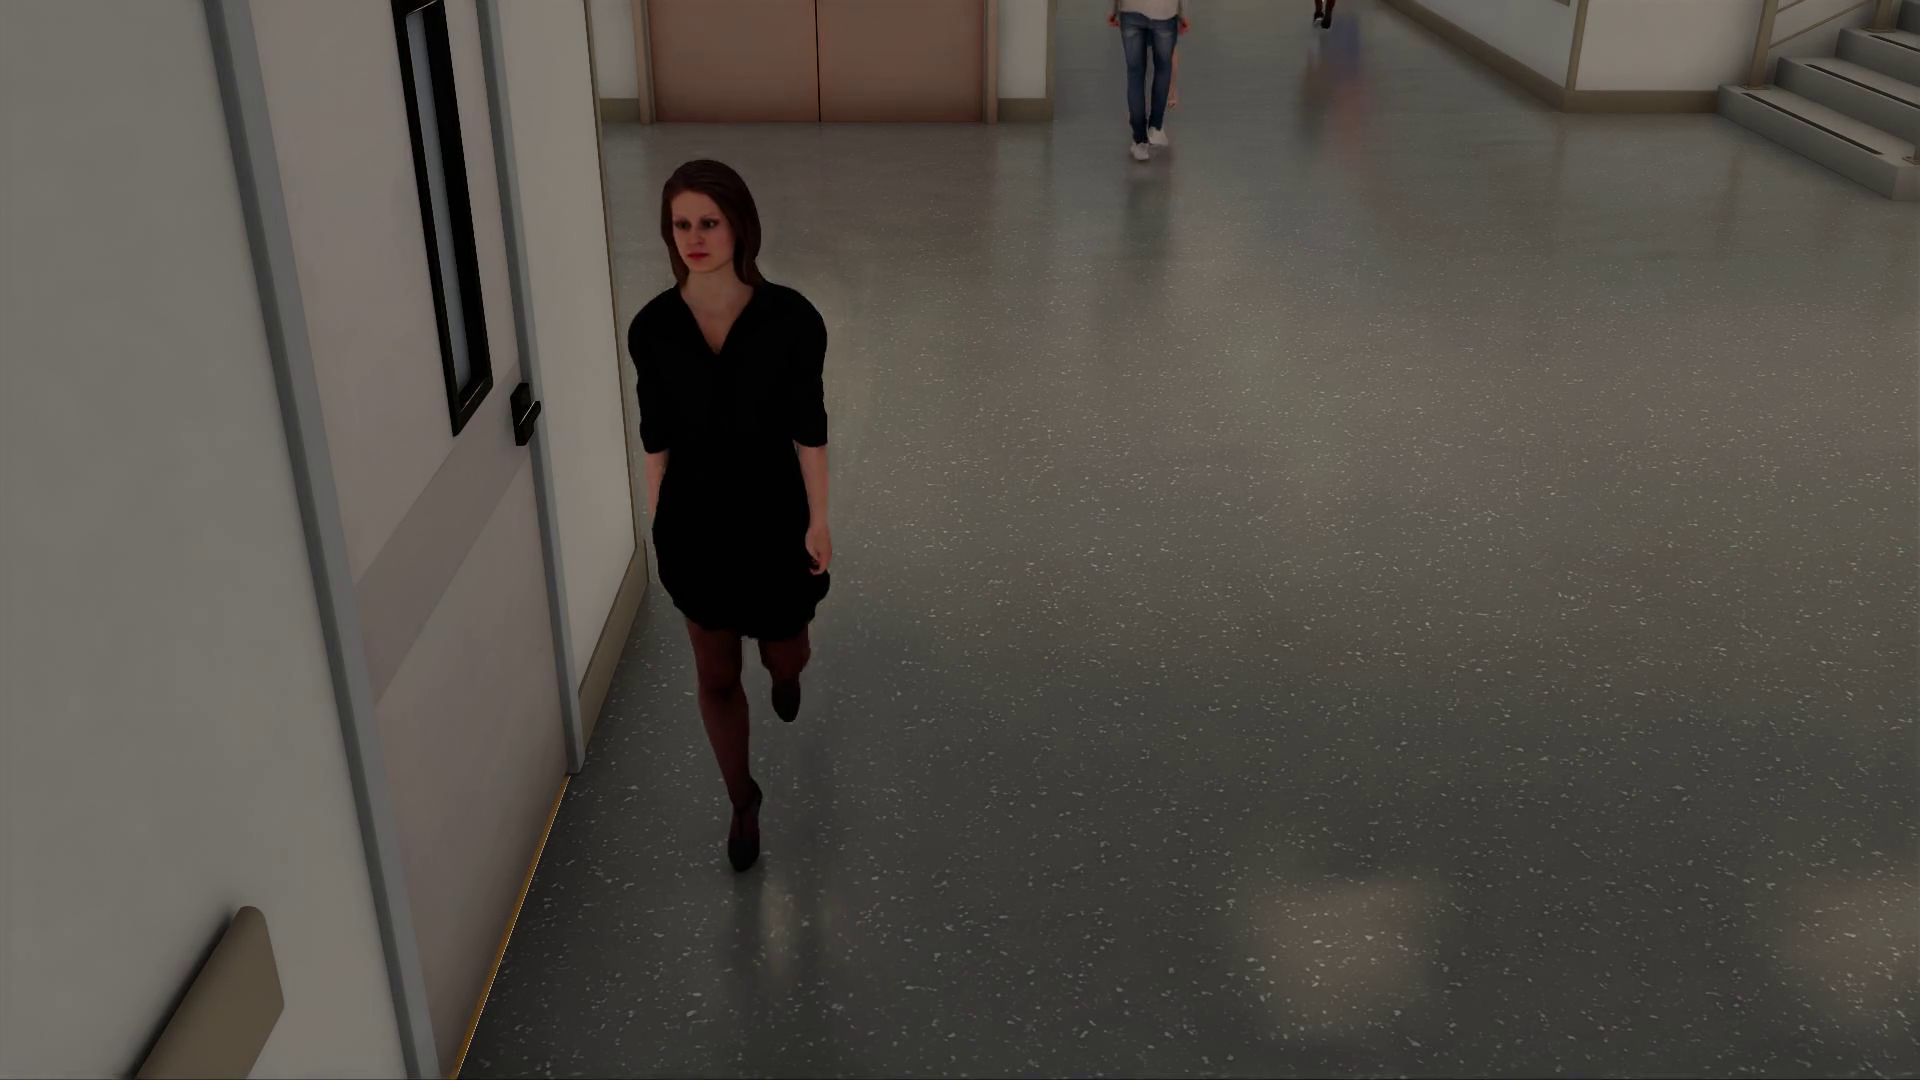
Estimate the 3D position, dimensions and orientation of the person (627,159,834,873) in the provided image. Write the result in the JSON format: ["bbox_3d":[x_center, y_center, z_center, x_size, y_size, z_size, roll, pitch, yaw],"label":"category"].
[{"bbox_3d":[-0.503,-0.058,3.887,0.728,1.694,0.642,0,26,0],"label":"person"}]

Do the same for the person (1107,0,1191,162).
[{"bbox_3d":[1.180,-3.321,10.497,0.625,1.830,0.780,1,26,1],"label":"person"}]

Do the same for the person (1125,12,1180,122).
[{"bbox_3d":[1.392,-3.794,11.688,0.892,1.649,0.859,12,28,23],"label":"person"}]
